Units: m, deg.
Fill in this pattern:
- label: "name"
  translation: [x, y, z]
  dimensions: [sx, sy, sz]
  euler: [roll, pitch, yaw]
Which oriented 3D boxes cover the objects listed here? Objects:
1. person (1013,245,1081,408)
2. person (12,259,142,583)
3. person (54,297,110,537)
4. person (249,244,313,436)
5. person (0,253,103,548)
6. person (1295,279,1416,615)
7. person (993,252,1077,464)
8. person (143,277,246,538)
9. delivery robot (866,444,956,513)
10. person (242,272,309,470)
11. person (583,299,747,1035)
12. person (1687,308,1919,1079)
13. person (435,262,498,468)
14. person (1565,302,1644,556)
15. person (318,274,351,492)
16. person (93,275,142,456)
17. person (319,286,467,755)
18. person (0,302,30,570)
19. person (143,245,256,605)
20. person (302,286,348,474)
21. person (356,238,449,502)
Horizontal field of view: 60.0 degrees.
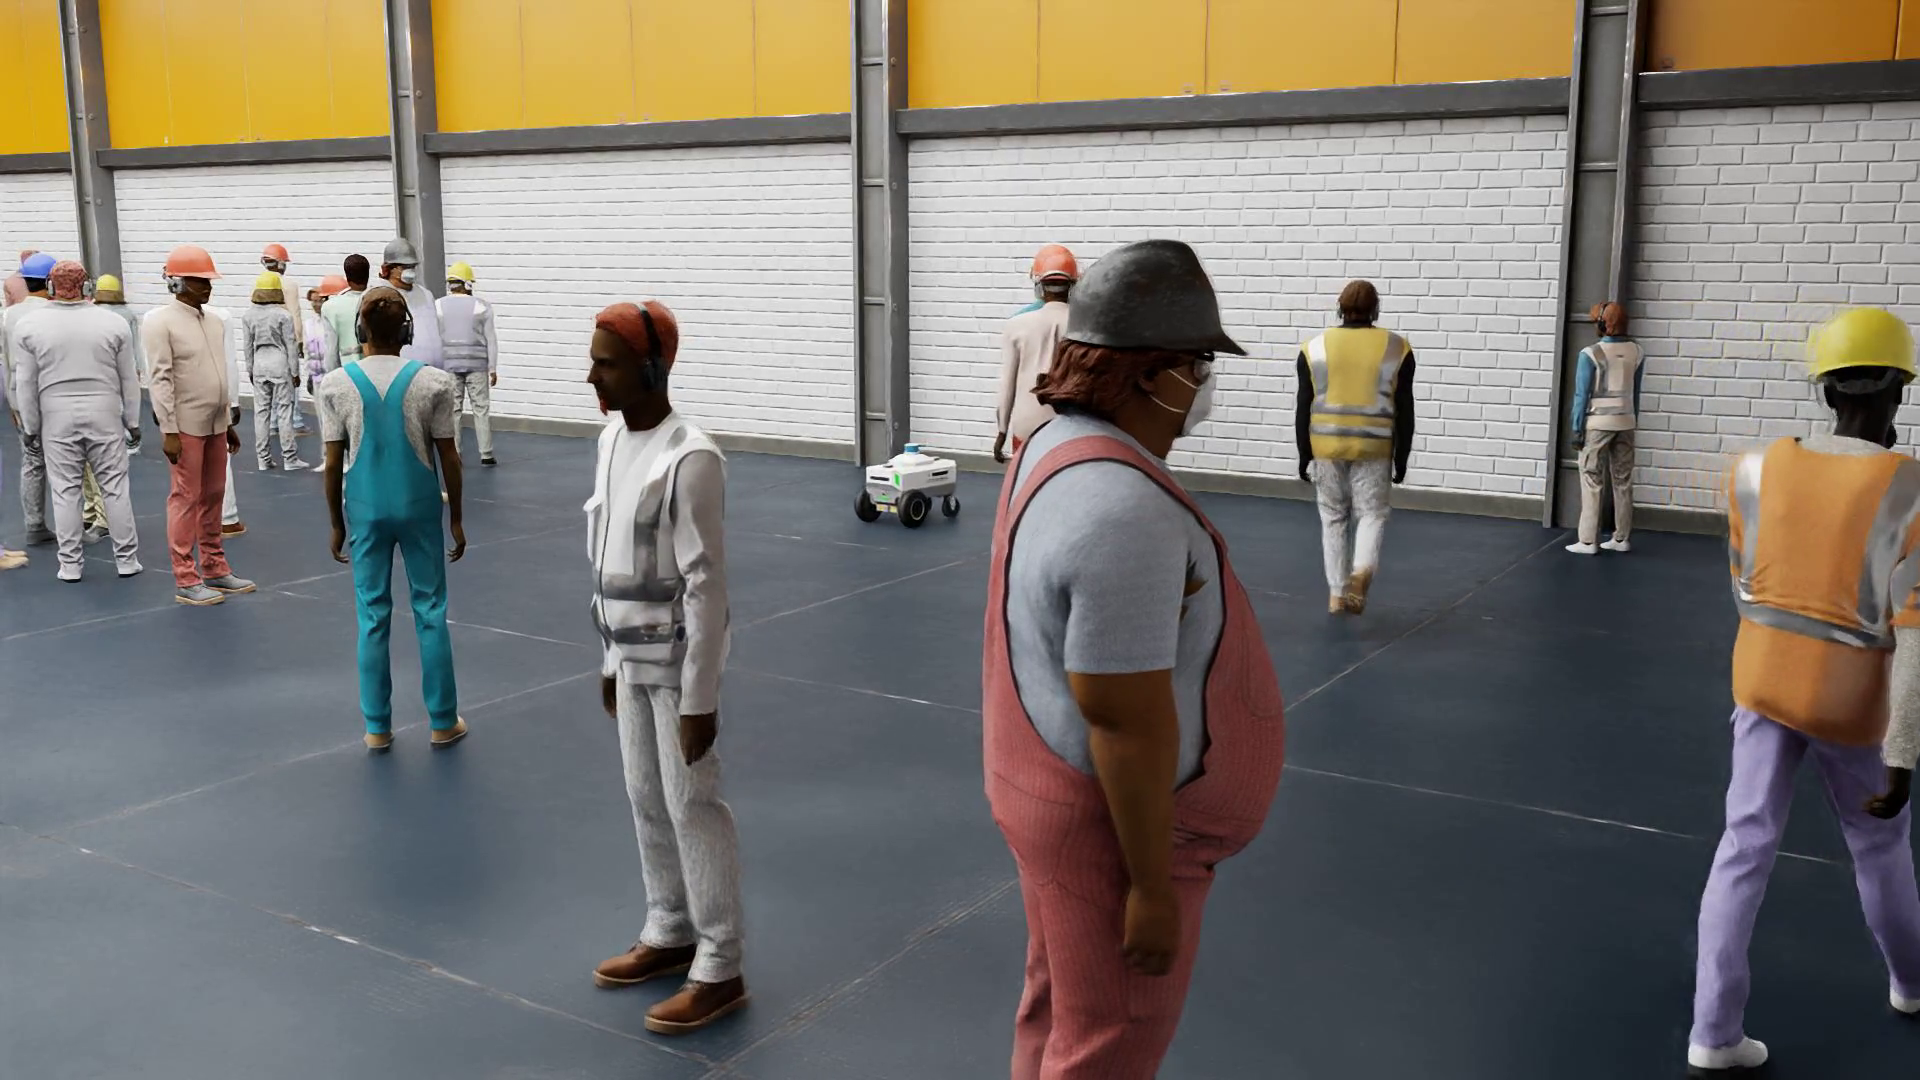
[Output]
- label: "person"
  translation: [0.527, -0.709, 9.687]
  dimensions: [0.396, 1.992, 0.622]
  euler: [8, 13, 37]
- label: "person"
  translation: [-5.224, -0.702, 9.894]
  dimensions: [0.645, 1.907, 0.400]
  euler: [-6, 12, -28]
- label: "person"
  translation: [-5.986, -0.885, 11.321]
  dimensions: [0.320, 1.755, 0.559]
  euler: [-9, 13, -40]
- label: "person"
  translation: [-7.039, -2.060, 17.215]
  dimensions: [0.625, 1.988, 0.409]
  euler: [4, 11, 22]
- label: "person"
  translation: [-5.984, -0.904, 10.931]
  dimensions: [0.631, 1.939, 0.428]
  euler: [3, 11, 18]
- label: "person"
  translation: [2.085, -0.469, 8.859]
  dimensions: [0.623, 1.826, 0.629]
  euler: [3, 11, 18]
- label: "person"
  translation: [0.516, -0.620, 9.311]
  dimensions: [0.645, 1.953, 0.694]
  euler: [1, 10, 4]
- label: "person"
  translation: [-5.171, -0.935, 11.251]
  dimensions: [0.575, 1.882, 0.361]
  euler: [-2, 11, -13]
- label: "delivery robot"
  translation: [-0.348, -0.451, 11.989]
  dimensions: [0.477, 0.478, 0.707]
  euler: [8, 13, 38]
- label: "person"
  translation: [-6.052, -1.485, 14.683]
  dimensions: [0.493, 1.743, 0.300]
  euler: [2, 10, 8]
- label: "person"
  translation: [-0.769, 0.322, 4.309]
  dimensions: [0.339, 1.879, 0.589]
  euler: [-7, 12, -35]
- label: "person"
  translation: [2.154, 0.368, 4.105]
  dimensions: [1.041, 1.854, 0.593]
  euler: [-8, 13, -38]
- label: "person"
  translation: [-4.391, -1.534, 14.729]
  dimensions: [0.591, 1.824, 0.404]
  euler: [-1, 10, -7]
- label: "person"
  translation: [4.154, -0.708, 10.701]
  dimensions: [0.522, 1.632, 0.313]
  euler: [-4, 11, -20]
- label: "person"
  translation: [-4.959, -1.257, 13.403]
  dimensions: [0.339, 1.747, 0.564]
  euler: [-2, 10, -10]
- label: "person"
  translation: [-8.011, -1.654, 15.742]
  dimensions: [0.899, 1.700, 0.488]
  euler: [7, 12, 34]
- label: "person"
  translation: [-2.223, -0.071, 6.565]
  dimensions: [0.514, 1.843, 0.327]
  euler: [-2, 10, -12]
- label: "person"
  translation: [-5.979, -0.718, 10.191]
  dimensions: [0.355, 1.835, 0.515]
  euler: [-7, 13, -36]
- label: "person"
  translation: [-4.266, -0.642, 9.323]
  dimensions: [0.388, 1.993, 0.613]
  euler: [2, 10, 9]
- label: "person"
  translation: [-5.463, -1.383, 14.438]
  dimensions: [0.511, 1.627, 0.321]
  euler: [3, 11, 19]
- label: "person"
  translation: [-4.183, -1.268, 12.659]
  dimensions: [0.539, 2.000, 0.689]
  euler: [6, 12, 31]
